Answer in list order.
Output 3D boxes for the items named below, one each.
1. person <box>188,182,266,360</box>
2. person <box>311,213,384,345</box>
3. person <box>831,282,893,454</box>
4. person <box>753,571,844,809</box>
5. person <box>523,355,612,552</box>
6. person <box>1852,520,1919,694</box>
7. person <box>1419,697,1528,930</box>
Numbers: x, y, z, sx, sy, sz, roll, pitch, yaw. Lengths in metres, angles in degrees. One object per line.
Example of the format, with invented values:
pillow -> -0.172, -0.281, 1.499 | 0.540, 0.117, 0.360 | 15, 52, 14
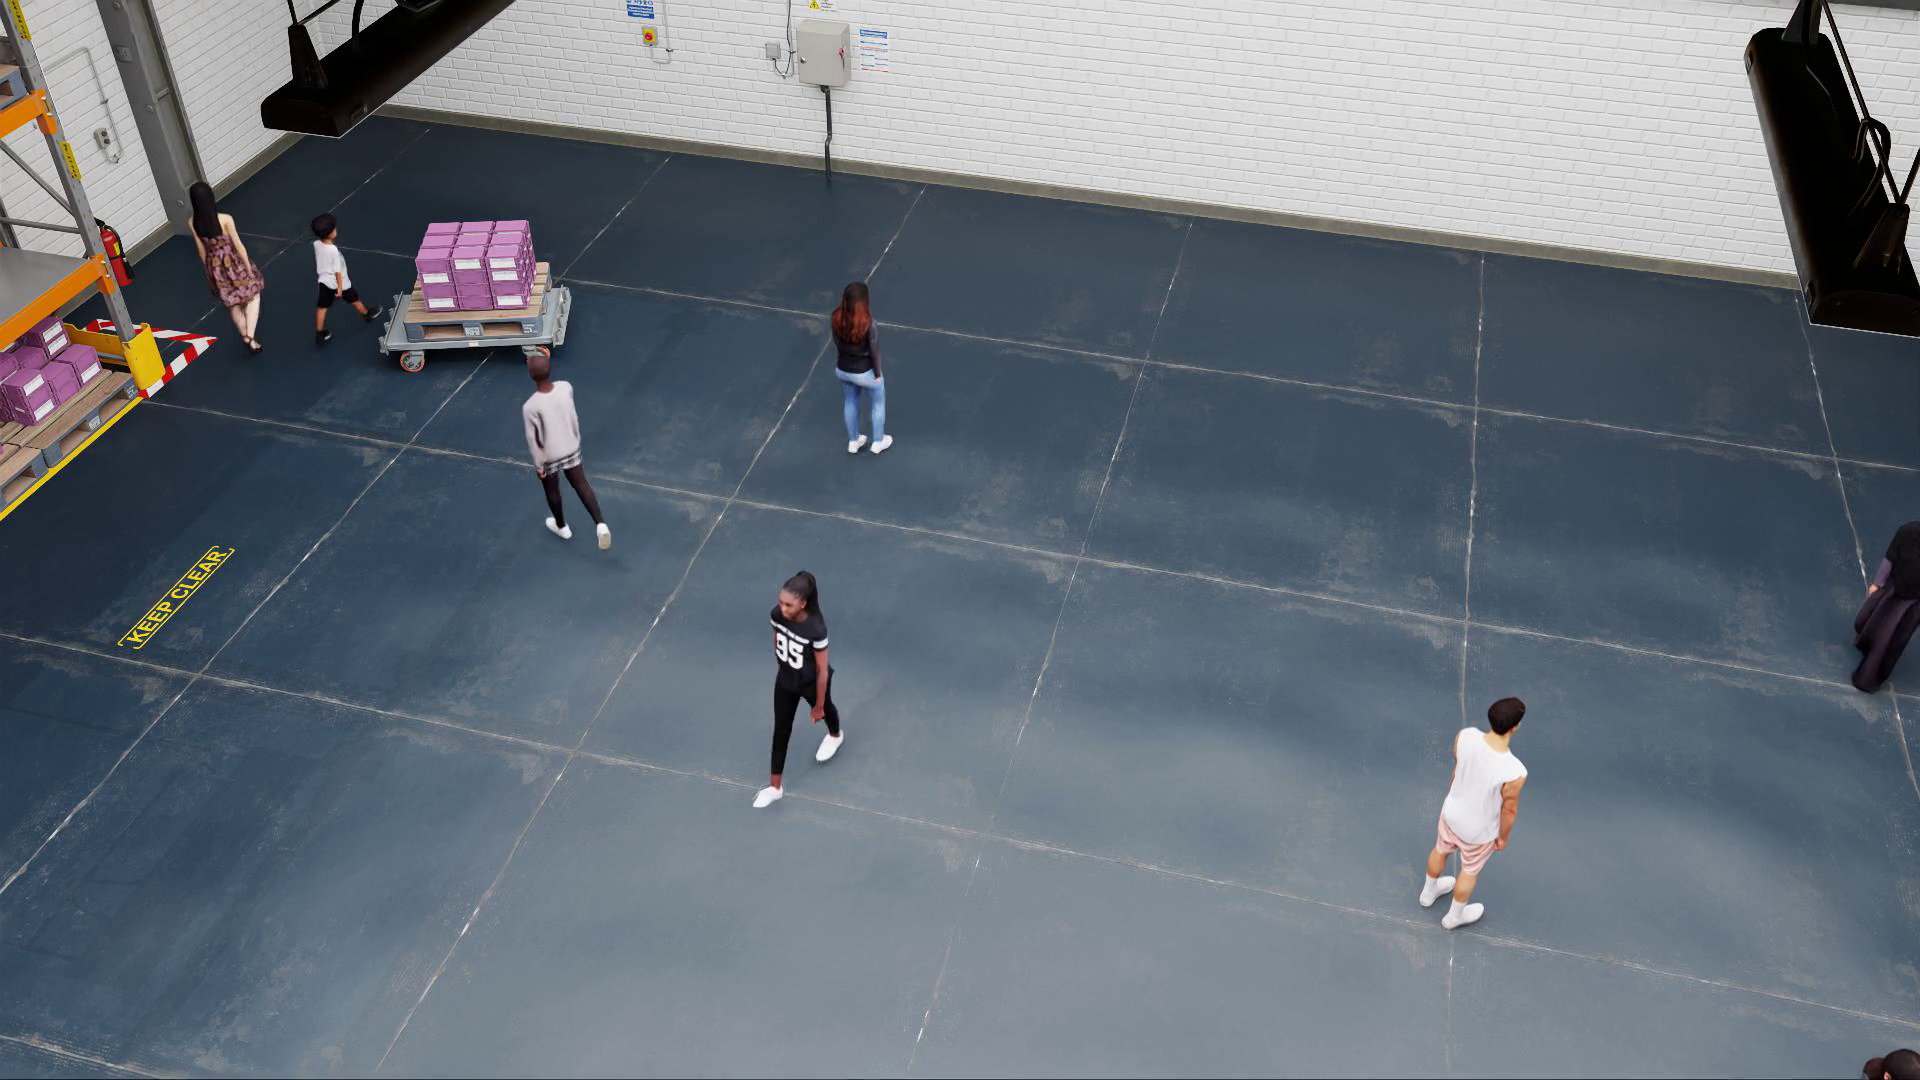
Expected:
person -> -6.587, -2.362, 14.950 | 0.745, 1.766, 0.790 | -1, 39, -2
person -> -5.857, -2.381, 15.419 | 0.638, 1.209, 0.989 | 17, 42, 20
person -> -0.886, -1.398, 13.852 | 0.702, 1.629, 0.680 | 18, 42, 21
person -> -0.971, 0.903, 10.929 | 0.856, 1.682, 1.221 | 21, 43, 24
person -> -3.045, -0.650, 12.812 | 1.015, 1.758, 1.071 | 31, 48, 33
person -> 6.678, 0.325, 11.716 | 0.790, 1.602, 0.948 | 26, 45, 28
person -> 3.055, 1.629, 9.937 | 0.760, 1.784, 0.718 | -24, 45, -27
